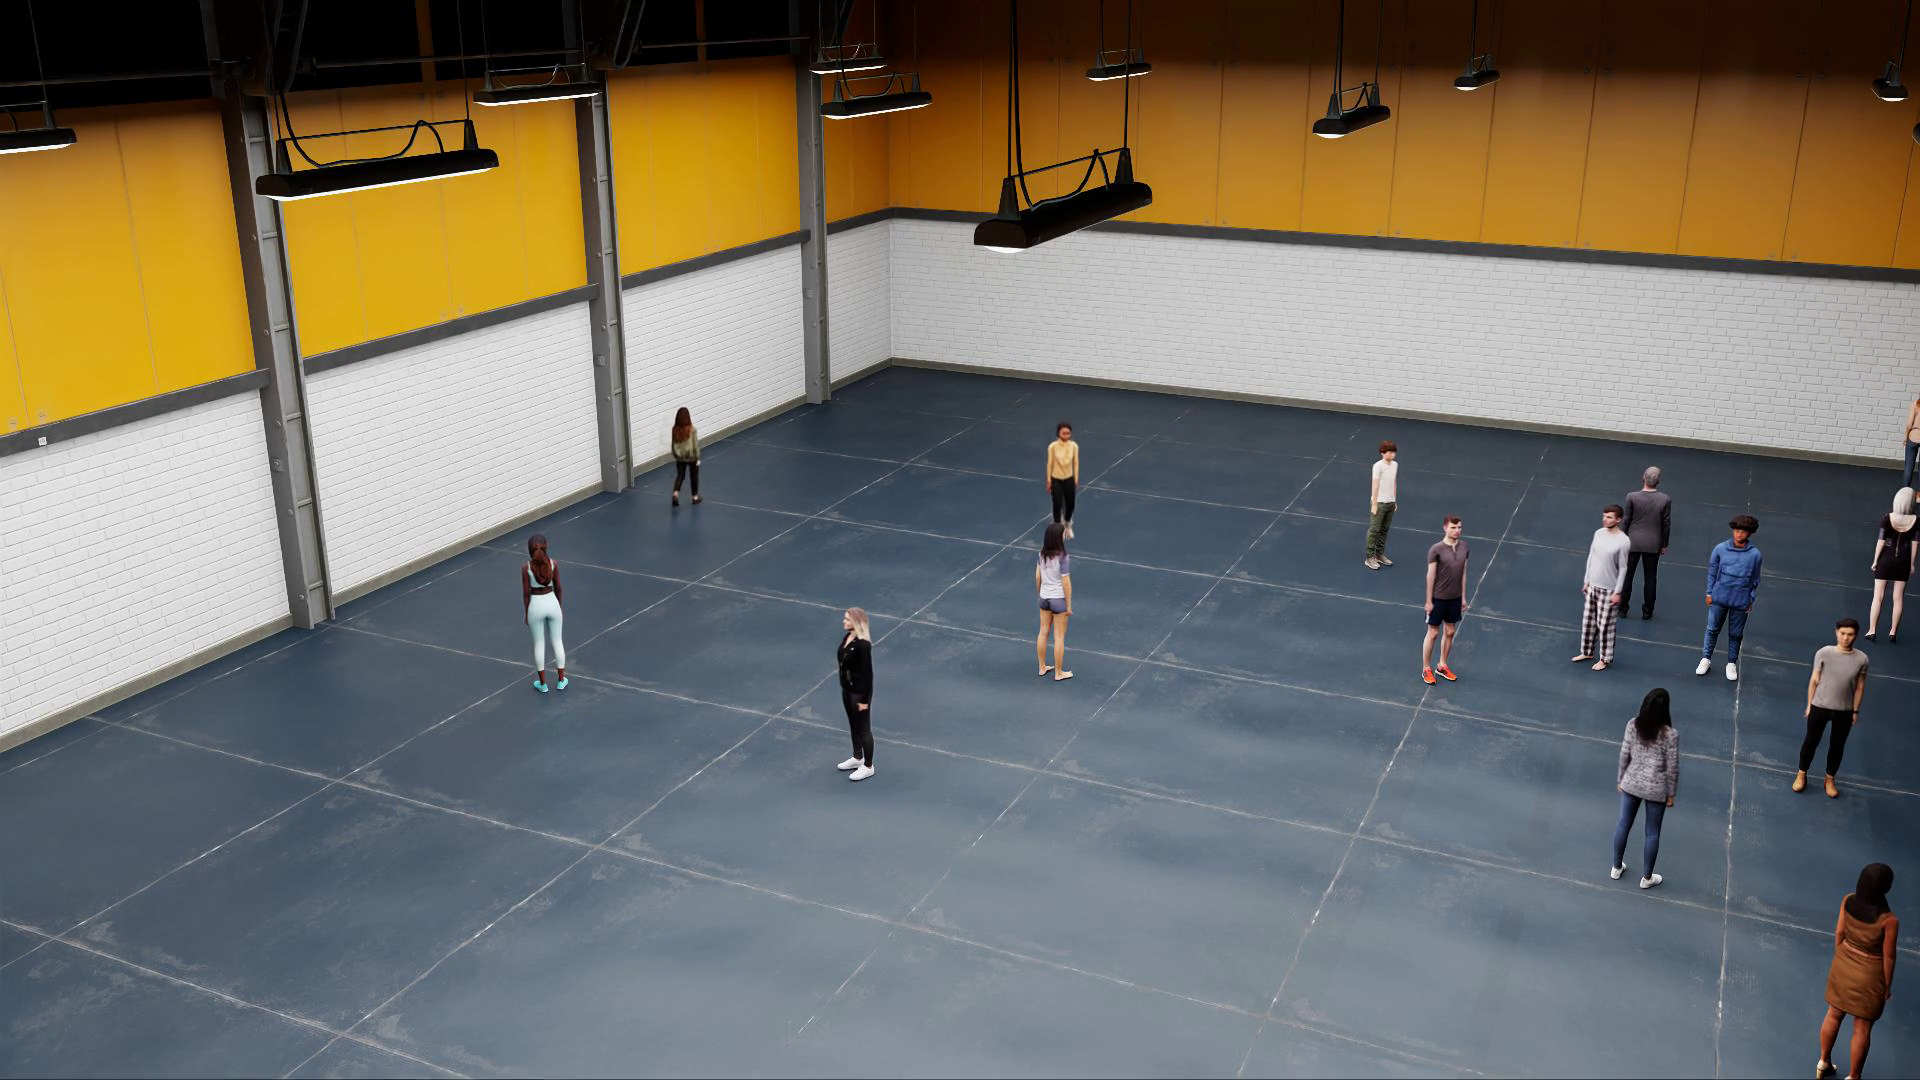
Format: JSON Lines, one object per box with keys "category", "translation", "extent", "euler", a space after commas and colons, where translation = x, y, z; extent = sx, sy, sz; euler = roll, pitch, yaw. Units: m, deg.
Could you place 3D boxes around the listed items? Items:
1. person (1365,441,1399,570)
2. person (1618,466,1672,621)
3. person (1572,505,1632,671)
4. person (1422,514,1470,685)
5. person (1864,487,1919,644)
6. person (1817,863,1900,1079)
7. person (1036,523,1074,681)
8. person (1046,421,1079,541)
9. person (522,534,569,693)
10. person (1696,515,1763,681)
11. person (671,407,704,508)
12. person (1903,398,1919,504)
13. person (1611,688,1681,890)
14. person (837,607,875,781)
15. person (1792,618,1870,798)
{"category": "person", "translation": [5.407, -0.472, 21.265], "extent": [0.628, 1.654, 0.727], "euler": [-12, 22, -31]}
{"category": "person", "translation": [8.004, 0.024, 19.500], "extent": [0.765, 1.840, 0.647], "euler": [5, 19, 14]}
{"category": "person", "translation": [7.017, 0.493, 18.098], "extent": [0.738, 1.847, 0.707], "euler": [-9, 21, -26]}
{"category": "person", "translation": [5.175, 0.612, 17.736], "extent": [0.719, 1.852, 0.773], "euler": [-6, 20, -18]}
{"category": "person", "translation": [10.537, 0.278, 18.763], "extent": [0.612, 1.830, 0.532], "euler": [6, 19, 17]}
{"category": "person", "translation": [6.019, 2.921, 11.133], "extent": [0.682, 1.690, 0.644], "euler": [-9, 21, -26]}
{"category": "person", "translation": [1.008, 0.642, 17.834], "extent": [0.640, 1.733, 0.602], "euler": [17, 25, 41]}
{"category": "person", "translation": [1.351, -0.807, 22.264], "extent": [0.705, 1.651, 0.733], "euler": [-2, 19, -5]}
{"category": "person", "translation": [-4.377, 0.759, 17.499], "extent": [0.641, 1.725, 0.711], "euler": [-8, 20, -23]}
{"category": "person", "translation": [8.282, 0.590, 17.864], "extent": [0.669, 1.811, 0.568], "euler": [9, 21, 25]}
{"category": "person", "translation": [-3.913, -1.149, 23.580], "extent": [0.679, 1.459, 0.915], "euler": [5, 19, 15]}
{"category": "person", "translation": [13.789, -1.420, 23.862], "extent": [0.592, 1.792, 0.524], "euler": [7, 20, 21]}
{"category": "person", "translation": [5.656, 2.025, 13.727], "extent": [0.677, 1.732, 0.622], "euler": [16, 24, 40]}
{"category": "person", "translation": [-0.954, 1.422, 15.590], "extent": [0.729, 1.686, 0.698], "euler": [-9, 21, -26]}
{"category": "person", "translation": [8.022, 1.510, 15.270], "extent": [0.590, 1.724, 0.508], "euler": [8, 20, 23]}
